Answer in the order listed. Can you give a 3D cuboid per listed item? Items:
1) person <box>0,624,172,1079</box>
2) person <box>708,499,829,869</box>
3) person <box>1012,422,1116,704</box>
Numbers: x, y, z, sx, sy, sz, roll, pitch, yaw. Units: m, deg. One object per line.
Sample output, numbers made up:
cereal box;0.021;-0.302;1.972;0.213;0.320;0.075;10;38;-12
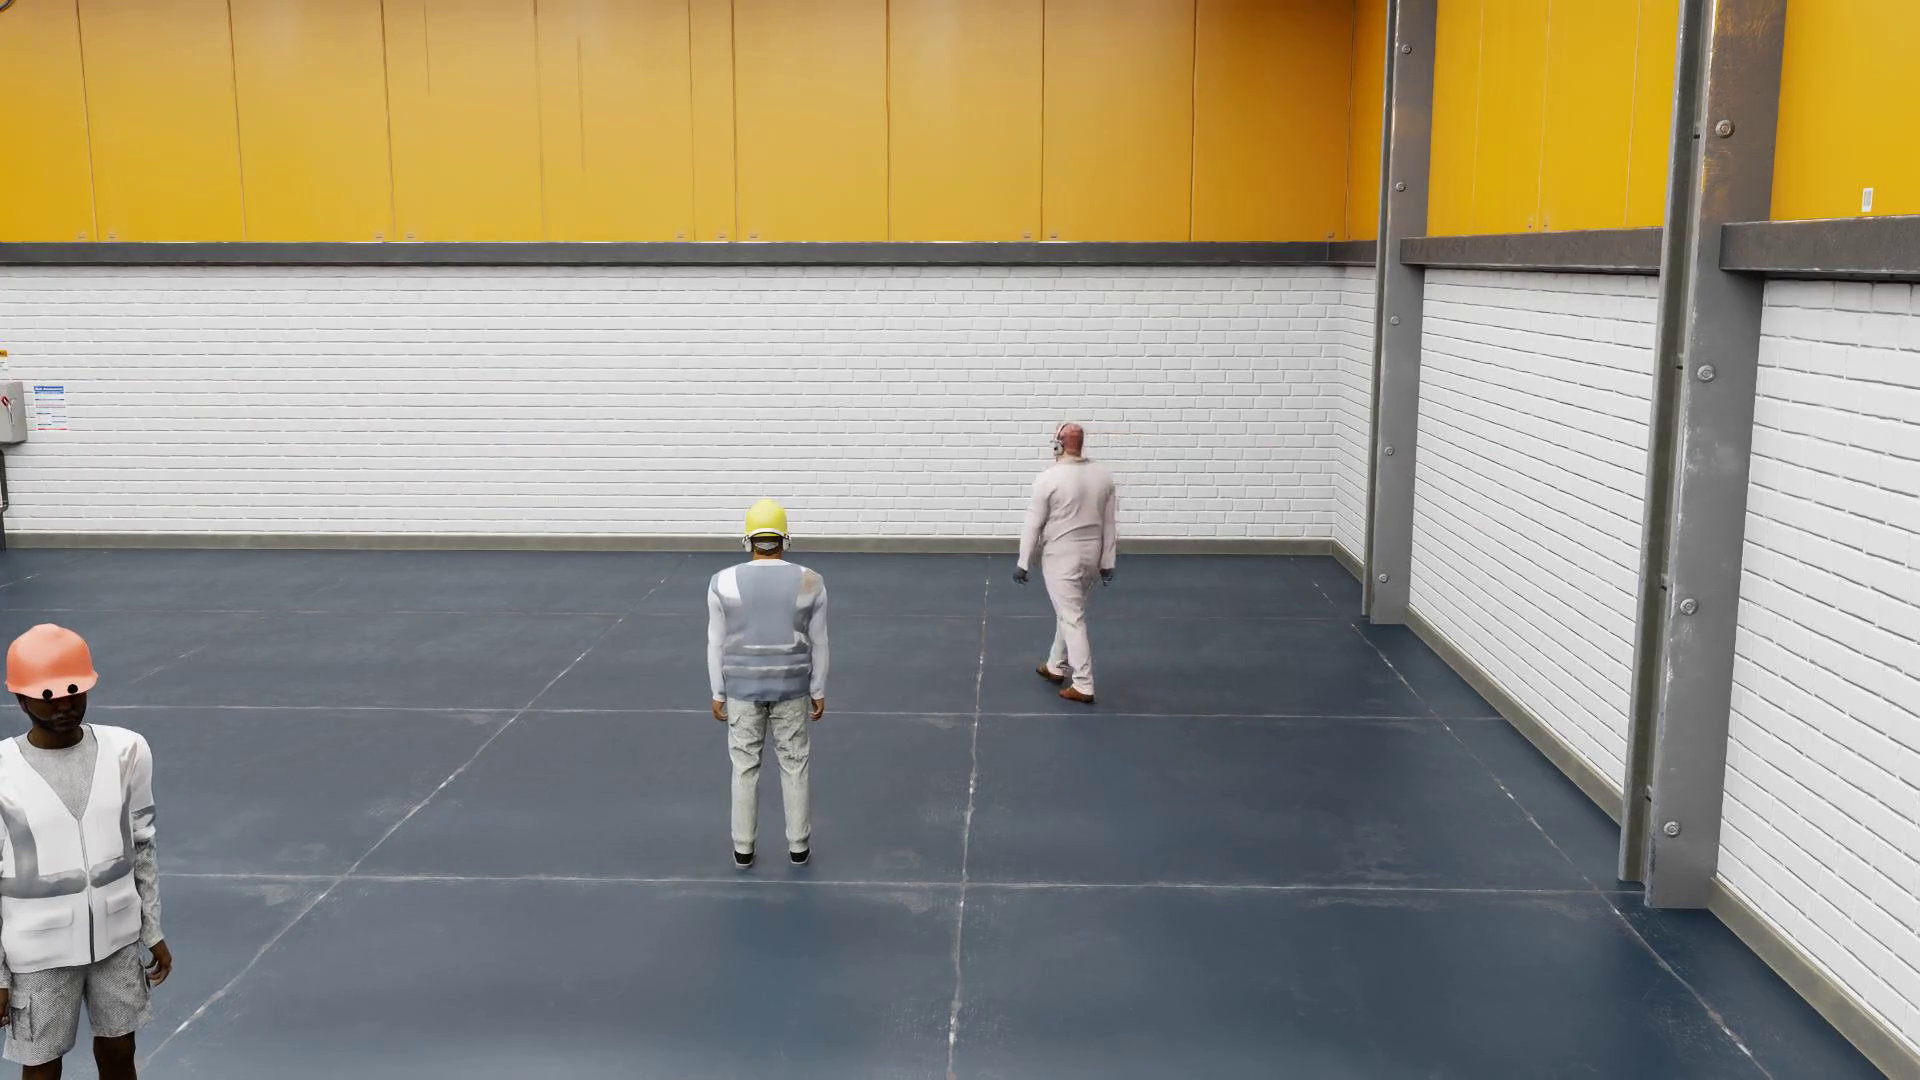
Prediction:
person;-2.627;1.195;4.946;0.361;1.938;0.545;8;13;40
person;-0.935;0.709;8.142;0.586;1.824;0.404;-2;10;-11
person;0.667;0.132;11.342;0.657;1.868;0.897;-7;12;-37
